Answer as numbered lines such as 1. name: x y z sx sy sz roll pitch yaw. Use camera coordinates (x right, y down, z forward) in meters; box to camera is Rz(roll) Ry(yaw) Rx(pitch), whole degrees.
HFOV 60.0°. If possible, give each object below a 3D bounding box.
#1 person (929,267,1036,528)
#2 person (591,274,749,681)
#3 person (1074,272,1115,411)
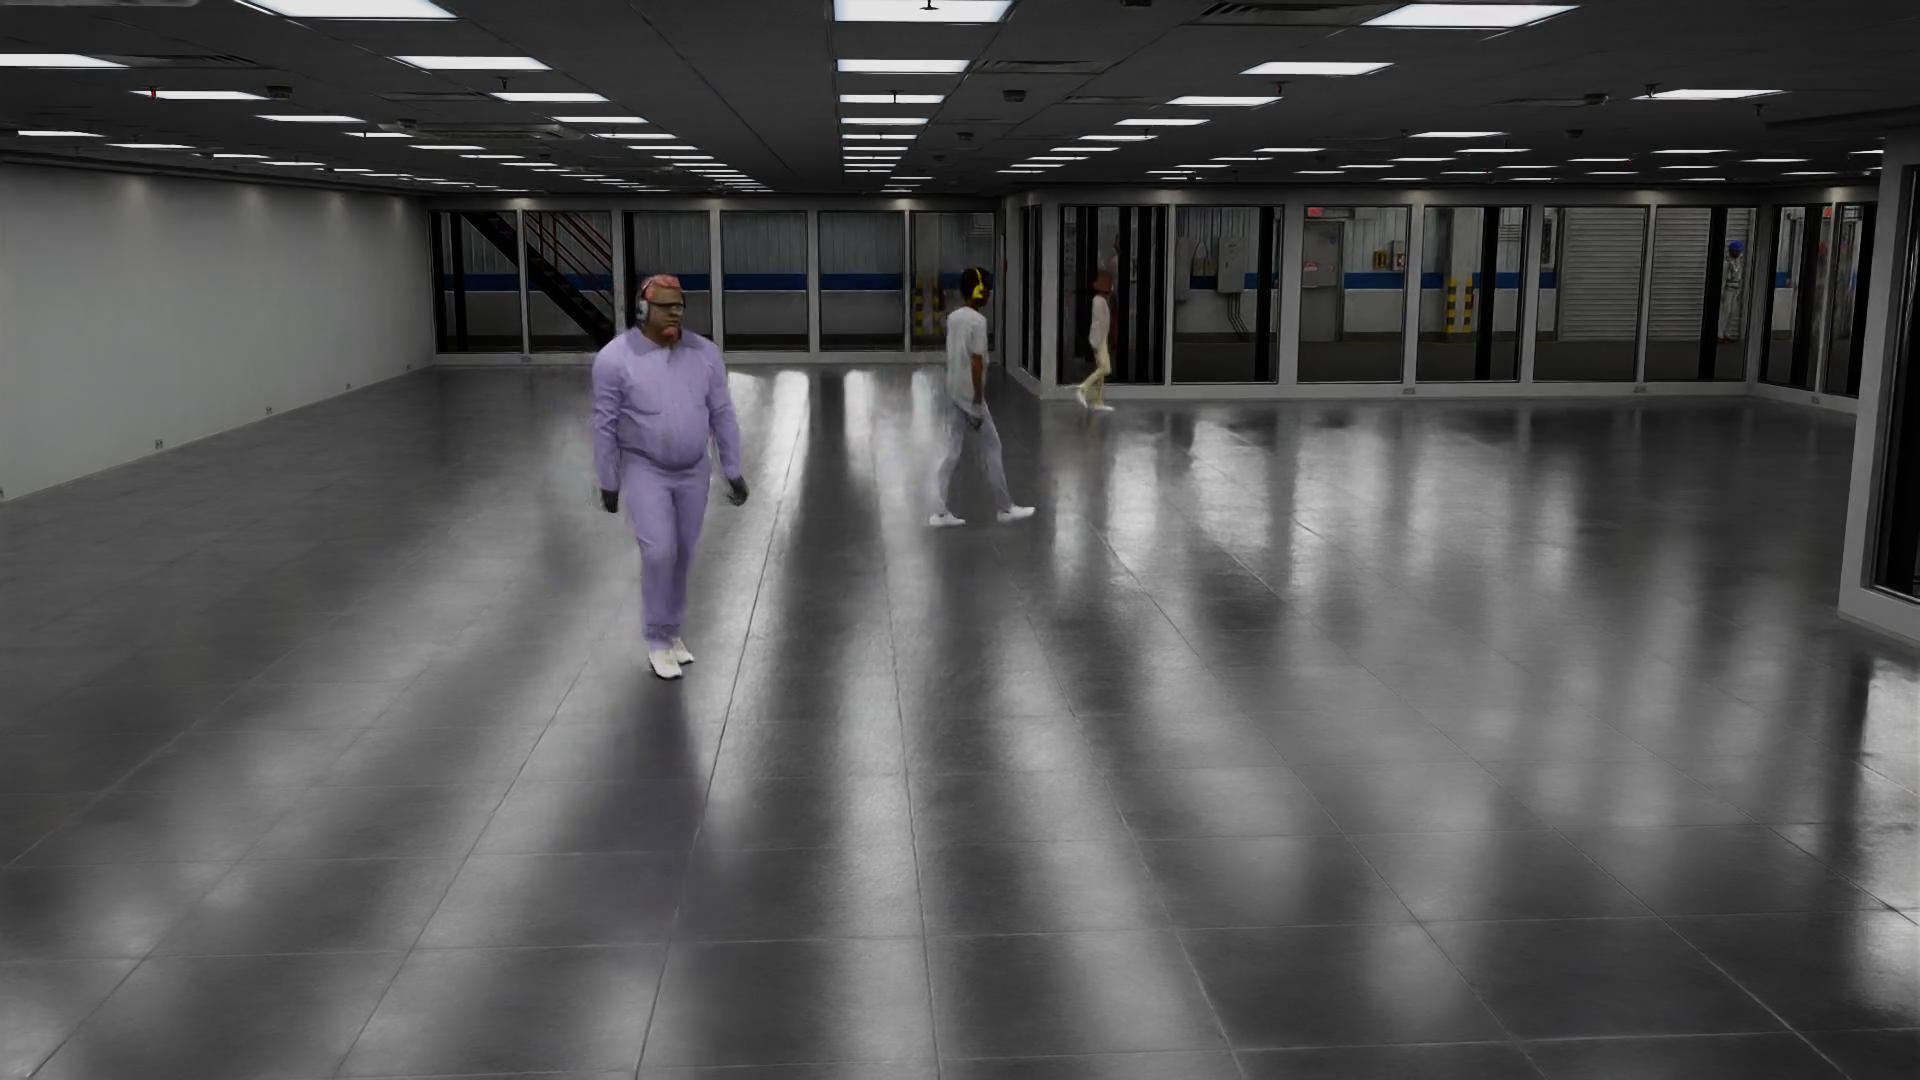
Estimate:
1. person: 0.153 -1.003 11.802 0.885 1.833 0.555 -6 12 -31
2. person: -1.338 -0.297 7.851 0.649 1.879 0.730 -7 13 -35
3. person: 1.609 -2.302 19.372 0.397 1.619 0.497 2 11 8
